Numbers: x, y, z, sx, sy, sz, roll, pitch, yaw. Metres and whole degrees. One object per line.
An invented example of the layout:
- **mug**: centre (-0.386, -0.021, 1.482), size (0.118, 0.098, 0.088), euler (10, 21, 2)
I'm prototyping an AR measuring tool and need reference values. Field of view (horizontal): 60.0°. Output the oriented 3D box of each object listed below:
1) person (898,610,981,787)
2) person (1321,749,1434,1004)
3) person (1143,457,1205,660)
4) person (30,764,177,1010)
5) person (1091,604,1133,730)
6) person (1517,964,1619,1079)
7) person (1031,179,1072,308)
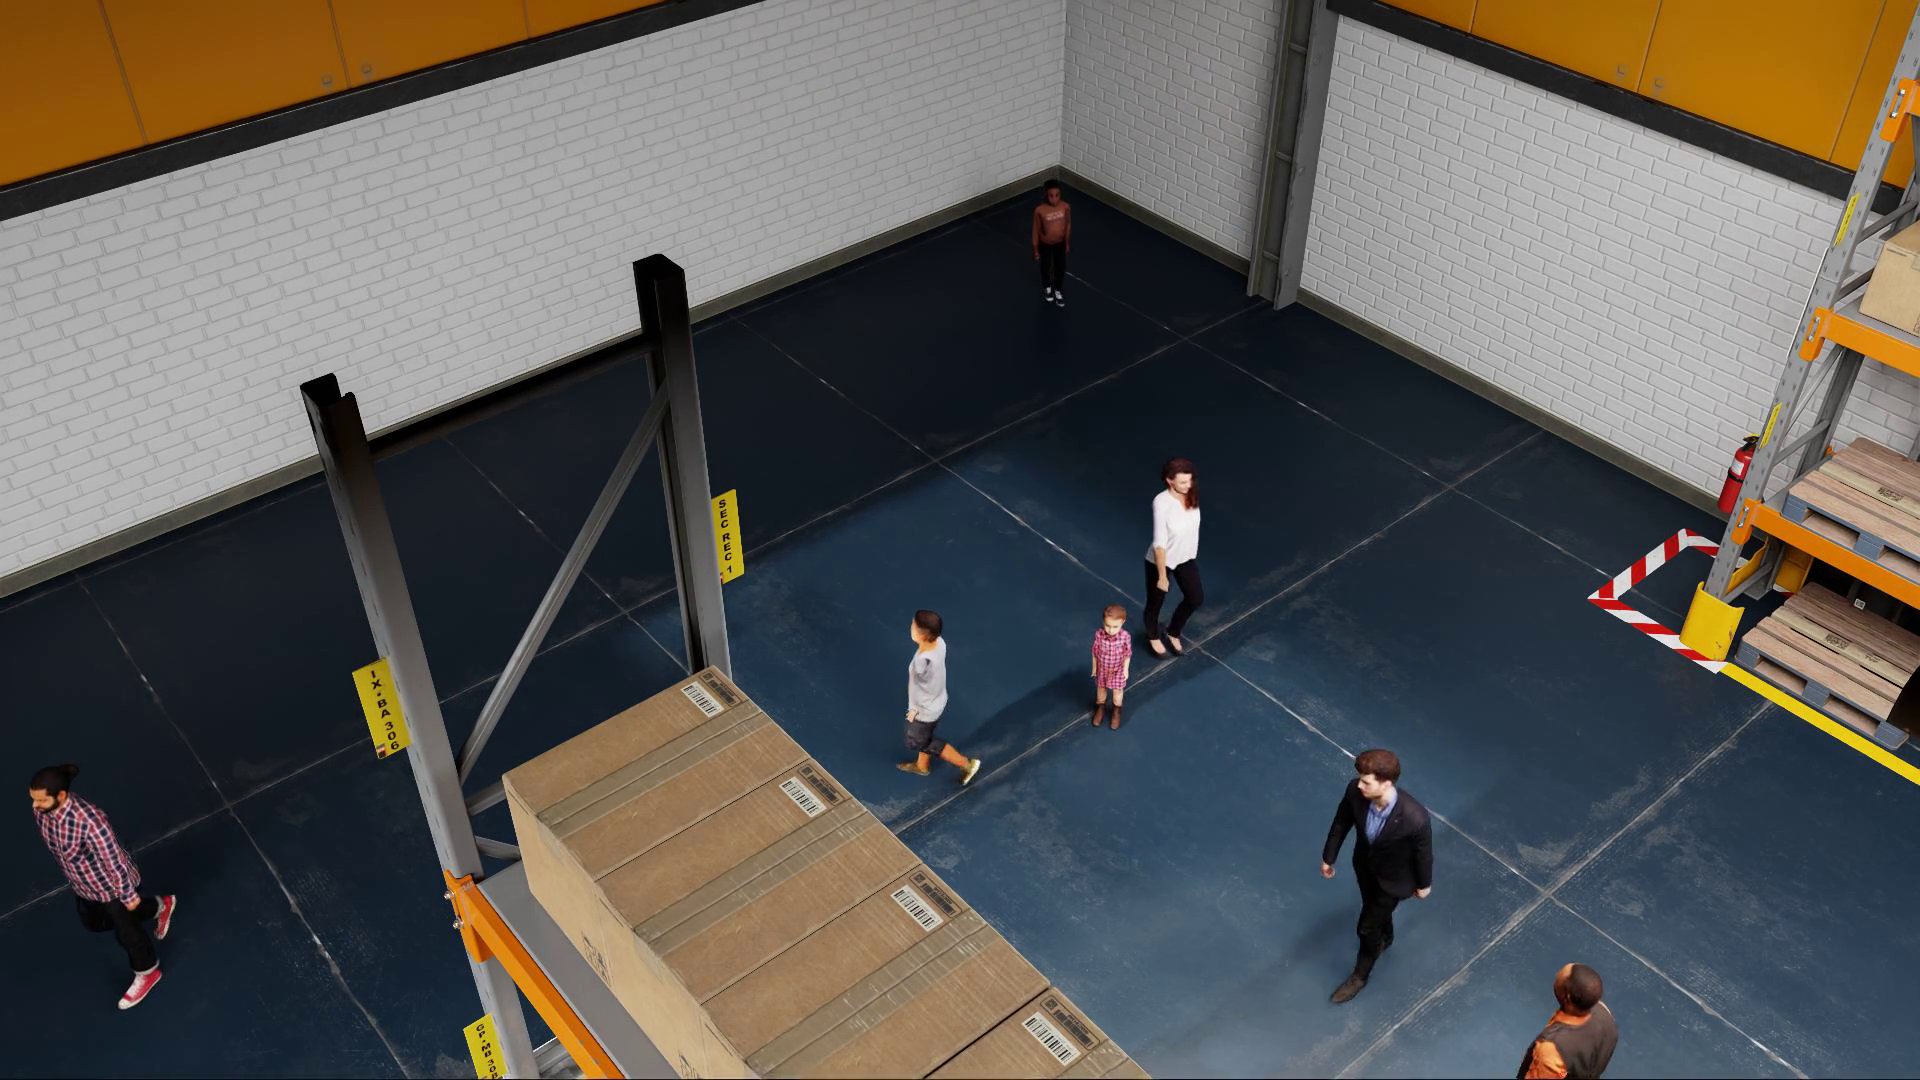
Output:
- **person**: centre (-0.158, 1.002, 10.668), size (0.935, 1.448, 0.821), euler (12, 40, 14)
- **person**: centre (2.430, 1.814, 9.340), size (0.800, 1.837, 0.770), euler (31, 48, 33)
- **person**: centre (1.374, 0.117, 11.510), size (0.616, 1.780, 0.644), euler (31, 48, 33)
- **person**: centre (-4.767, 1.856, 9.361), size (0.952, 1.745, 0.968), euler (15, 41, 18)
- **person**: centre (1.030, 0.831, 11.224), size (0.493, 1.021, 0.558), euler (6, 39, 8)
- **person**: centre (2.920, 2.820, 8.041), size (0.760, 1.887, 0.818), euler (-23, 44, -26)
- **person**: centre (0.852, -2.843, 15.648), size (0.667, 1.241, 0.720), euler (-6, 39, -8)
